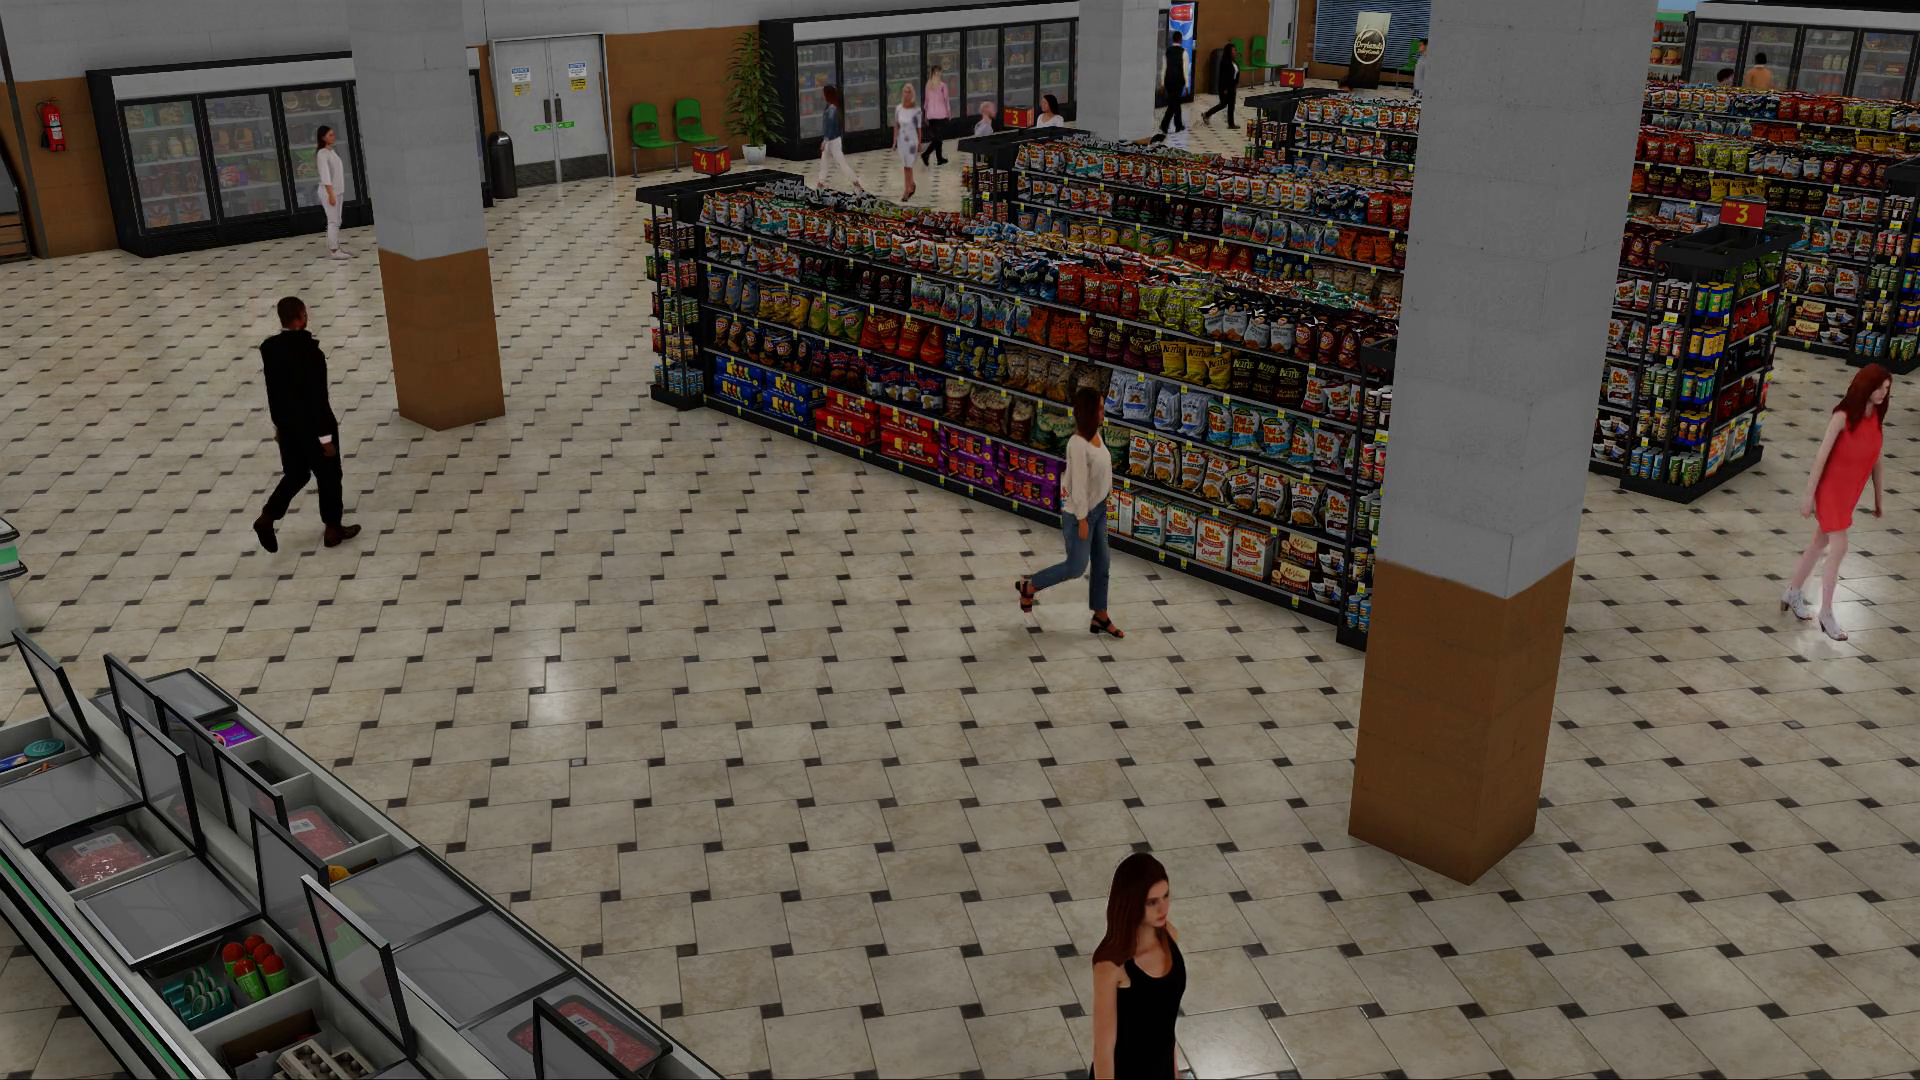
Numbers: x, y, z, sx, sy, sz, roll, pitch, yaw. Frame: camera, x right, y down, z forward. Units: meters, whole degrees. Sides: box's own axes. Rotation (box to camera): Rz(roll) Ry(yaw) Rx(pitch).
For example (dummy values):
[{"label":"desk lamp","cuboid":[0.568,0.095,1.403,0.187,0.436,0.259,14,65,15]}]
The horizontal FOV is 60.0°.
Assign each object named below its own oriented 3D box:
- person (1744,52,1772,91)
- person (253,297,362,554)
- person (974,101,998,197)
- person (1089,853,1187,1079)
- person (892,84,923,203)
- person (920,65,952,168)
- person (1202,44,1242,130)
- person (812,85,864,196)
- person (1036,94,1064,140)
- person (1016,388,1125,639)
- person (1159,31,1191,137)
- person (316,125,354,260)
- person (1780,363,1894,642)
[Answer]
[{"label":"person","cuboid":[13.982,-7.623,29.205,1.120,1.704,1.257,-3,22,-7]},{"label":"person","cuboid":[-4.768,-0.751,11.938,1.156,1.827,1.028,9,24,22]},{"label":"person","cuboid":[0.249,-4.992,22.517,1.076,1.809,1.048,-2,22,-6]},{"label":"person","cuboid":[0.584,1.822,5.668,0.501,1.726,0.561,19,29,39]},{"label":"person","cuboid":[-0.777,-5.986,25.129,1.107,1.706,0.952,7,23,17]},{"label":"person","cuboid":[-0.427,-7.090,27.932,0.992,1.664,0.703,17,28,36]},{"label":"person","cuboid":[5.078,-8.744,32.141,1.079,1.594,0.858,9,24,21]},{"label":"person","cuboid":[-1.831,-6.017,25.264,1.089,1.662,1.135,-4,22,-9]},{"label":"person","cuboid":[1.320,-5.701,24.452,0.767,1.680,0.586,-17,27,-36]},{"label":"person","cuboid":[0.724,-0.166,10.699,1.060,1.665,0.829,9,24,22]},{"label":"person","cuboid":[3.999,-8.552,31.273,1.263,1.885,0.895,15,26,33]},{"label":"person","cuboid":[-8.095,-4.476,21.395,0.759,1.687,0.687,-2,22,-6]},{"label":"person","cuboid":[5.642,-0.301,10.853,0.744,1.800,0.904,-11,24,-25]}]
